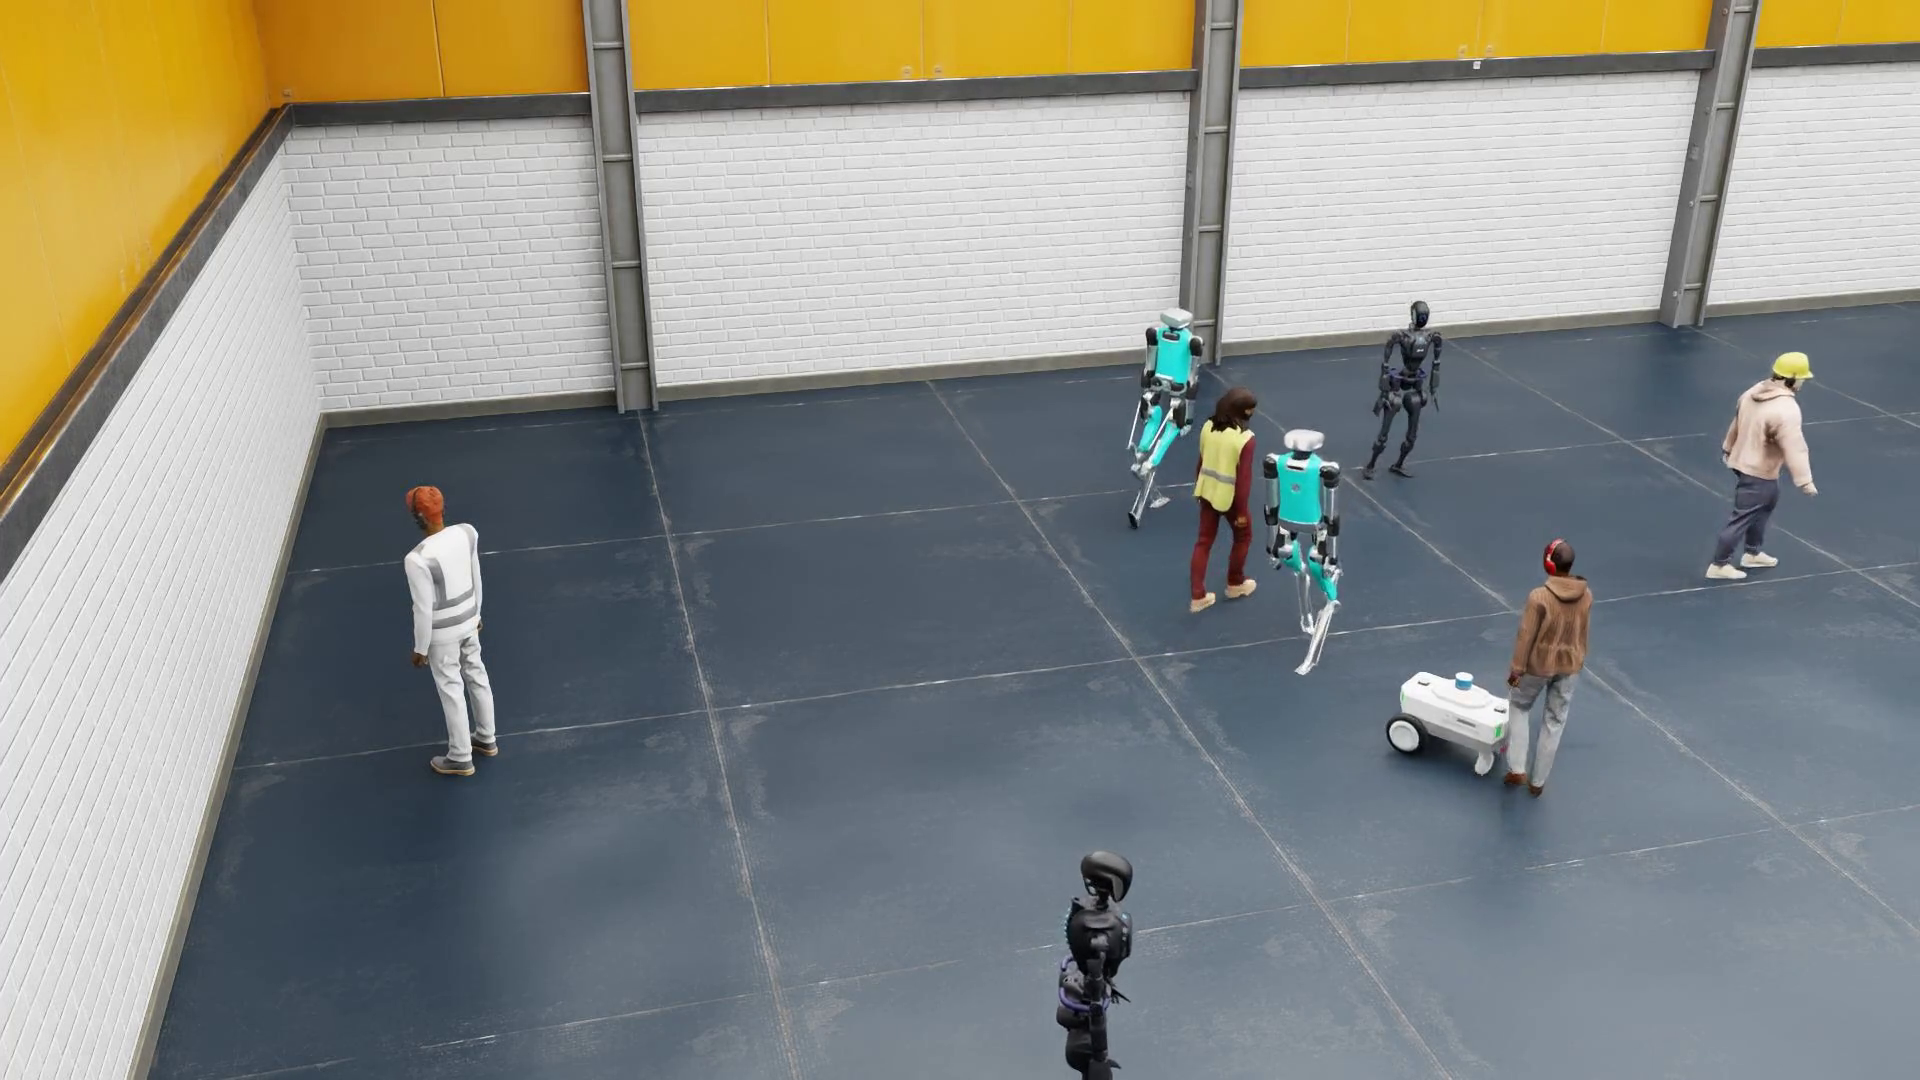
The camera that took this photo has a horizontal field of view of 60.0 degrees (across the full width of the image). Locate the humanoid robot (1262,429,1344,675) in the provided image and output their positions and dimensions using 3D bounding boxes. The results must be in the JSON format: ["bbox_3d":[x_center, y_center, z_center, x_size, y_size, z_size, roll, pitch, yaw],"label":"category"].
[{"bbox_3d":[2.473,-0.014,11.618,0.564,1.778,0.926,14,27,29],"label":"humanoid robot"}]

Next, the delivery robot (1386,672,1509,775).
[{"bbox_3d":[3.123,1.110,10.482,0.764,0.593,0.519,20,31,38],"label":"delivery robot"}]

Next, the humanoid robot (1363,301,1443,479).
[{"bbox_3d":[3.901,-1.317,14.614,0.620,1.639,0.378,-5,24,-11],"label":"humanoid robot"}]

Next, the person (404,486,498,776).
[{"bbox_3d":[-3.112,0.544,10.119,0.354,1.887,0.573,11,26,23],"label":"person"}]

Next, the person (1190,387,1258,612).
[{"bbox_3d":[2.010,-0.328,12.275,0.765,1.739,0.528,-20,31,-38],"label":"person"}]

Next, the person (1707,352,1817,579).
[{"bbox_3d":[6.178,-0.550,12.664,0.752,1.837,0.794,1,24,1],"label":"person"}]

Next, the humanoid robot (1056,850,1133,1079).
[{"bbox_3d":[0.523,2.002,7.077,0.413,1.644,0.589,2,24,5],"label":"humanoid robot"}]

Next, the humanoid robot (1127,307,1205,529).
[{"bbox_3d":[1.574,-0.967,13.794,0.548,1.809,0.898,17,29,34],"label":"humanoid robot"}]

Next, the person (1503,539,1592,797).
[{"bbox_3d":[3.515,0.769,9.916,0.497,1.634,0.365,0,24,0],"label":"person"}]
